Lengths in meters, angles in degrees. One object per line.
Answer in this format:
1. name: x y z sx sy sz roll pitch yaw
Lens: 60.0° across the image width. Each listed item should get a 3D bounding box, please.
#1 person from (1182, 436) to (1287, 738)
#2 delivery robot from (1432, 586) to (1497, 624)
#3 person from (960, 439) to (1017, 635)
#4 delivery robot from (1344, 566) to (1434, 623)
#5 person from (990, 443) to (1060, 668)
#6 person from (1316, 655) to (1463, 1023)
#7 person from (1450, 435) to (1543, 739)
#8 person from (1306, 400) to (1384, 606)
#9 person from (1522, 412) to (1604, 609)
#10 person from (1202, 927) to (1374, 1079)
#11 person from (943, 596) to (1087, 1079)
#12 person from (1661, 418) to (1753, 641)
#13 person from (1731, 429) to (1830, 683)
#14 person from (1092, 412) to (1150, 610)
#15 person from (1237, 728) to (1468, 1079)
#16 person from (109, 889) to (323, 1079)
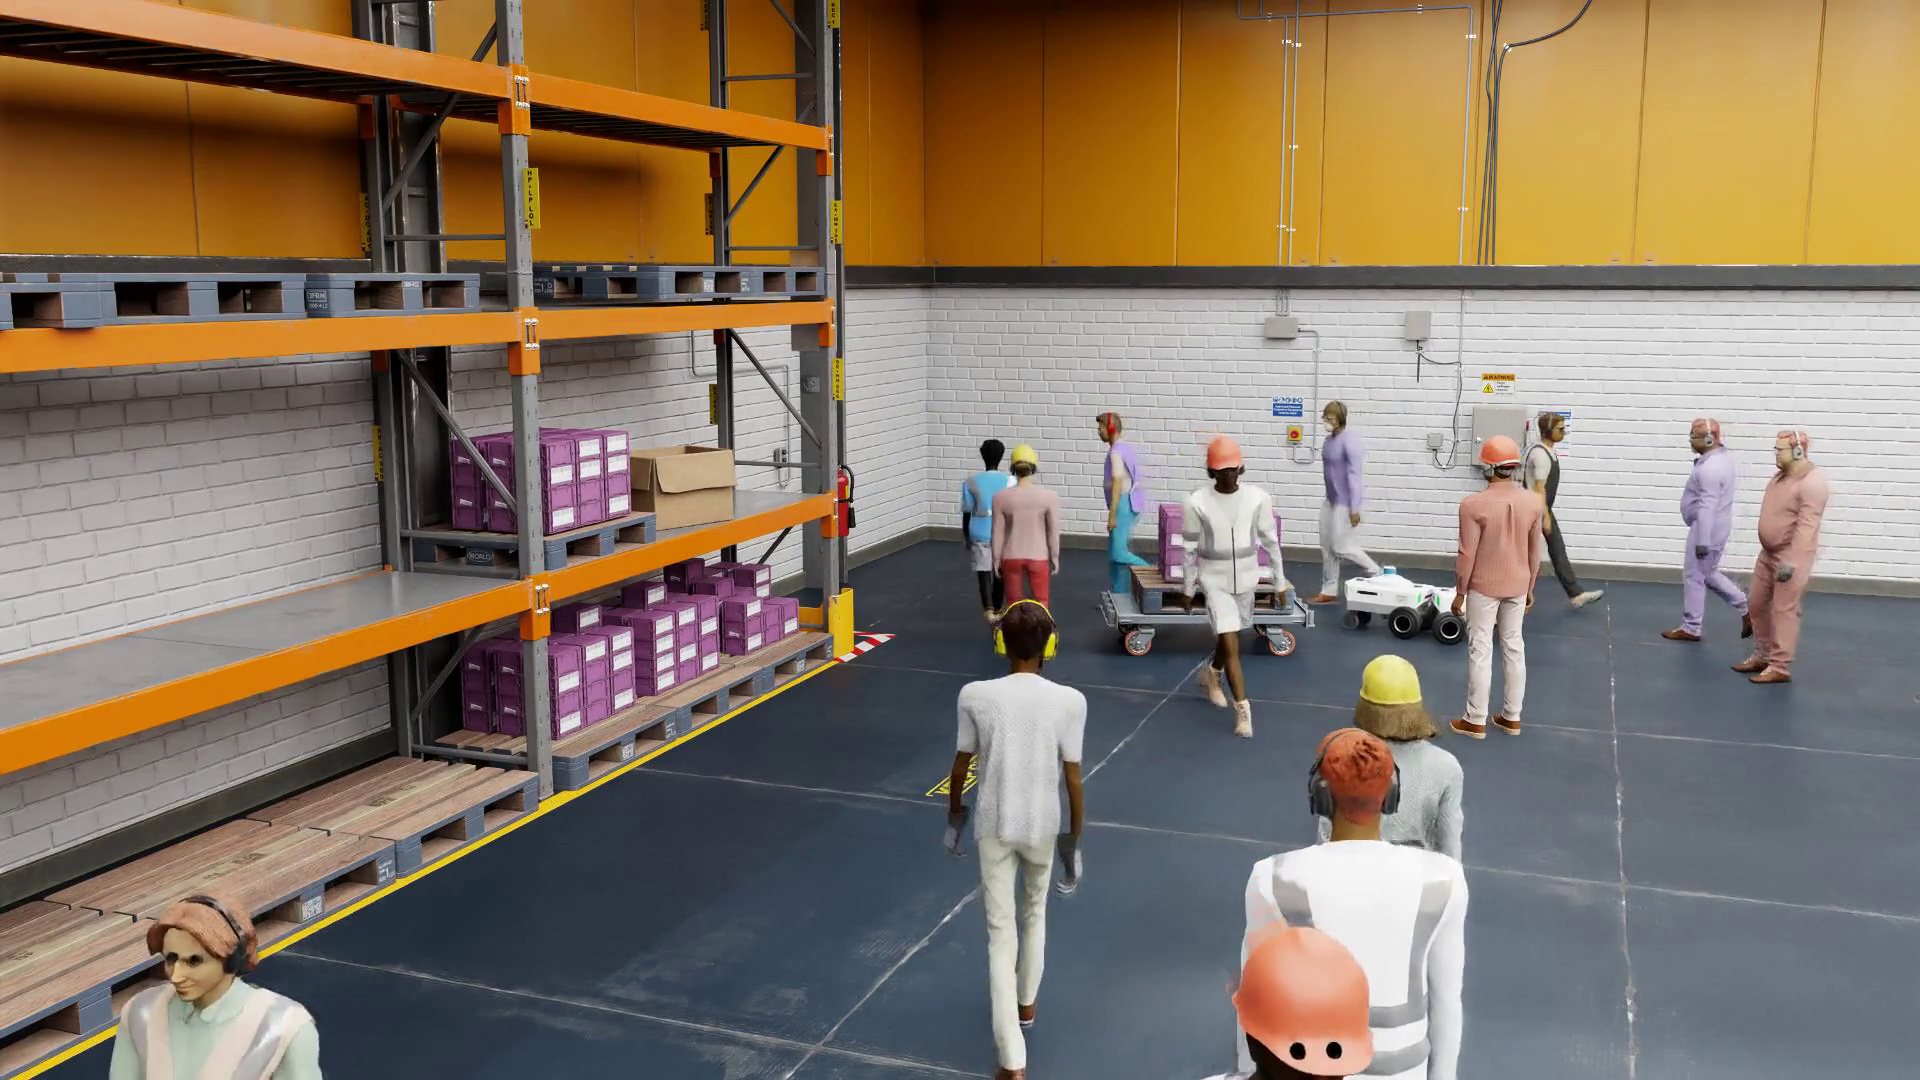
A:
1. person: 1.820 0.260 11.285 0.697 1.989 1.030 -1 9 -5
2. delivery robot: 4.284 0.526 13.771 0.707 0.478 0.477 2 9 10
3. person: 0.284 -0.021 14.031 0.543 1.658 0.769 -1 9 -6
4. delivery robot: 3.642 0.468 14.134 0.707 0.478 0.477 7 11 36
5. person: 0.493 0.140 12.717 0.538 1.753 0.559 0 9 3
6. person: 1.493 1.258 5.794 0.489 1.727 0.412 -1 9 -8
7. person: 3.511 0.309 10.913 0.612 1.997 0.375 -3 9 -16
8. person: 3.563 -0.327 15.179 0.661 1.913 0.656 -1 9 -9
9. person: 5.329 -0.247 15.014 0.964 1.795 0.540 5 10 30
10. person: 0.571 1.609 3.080 0.548 1.876 1.041 0 9 2
11. person: 0.210 1.123 6.374 0.533 1.825 0.975 0 9 -2
12. person: 6.199 -0.066 13.623 0.668 1.881 0.669 6 11 35
13. person: 6.120 0.126 12.368 0.444 1.900 0.669 0 9 -3
14. person: 1.541 -0.243 14.960 0.689 1.808 0.622 2 9 10
15. person: 1.012 1.413 4.367 0.576 1.880 0.369 1 9 4
16. person: -1.781 1.624 3.884 0.530 1.604 0.803 3 9 15
